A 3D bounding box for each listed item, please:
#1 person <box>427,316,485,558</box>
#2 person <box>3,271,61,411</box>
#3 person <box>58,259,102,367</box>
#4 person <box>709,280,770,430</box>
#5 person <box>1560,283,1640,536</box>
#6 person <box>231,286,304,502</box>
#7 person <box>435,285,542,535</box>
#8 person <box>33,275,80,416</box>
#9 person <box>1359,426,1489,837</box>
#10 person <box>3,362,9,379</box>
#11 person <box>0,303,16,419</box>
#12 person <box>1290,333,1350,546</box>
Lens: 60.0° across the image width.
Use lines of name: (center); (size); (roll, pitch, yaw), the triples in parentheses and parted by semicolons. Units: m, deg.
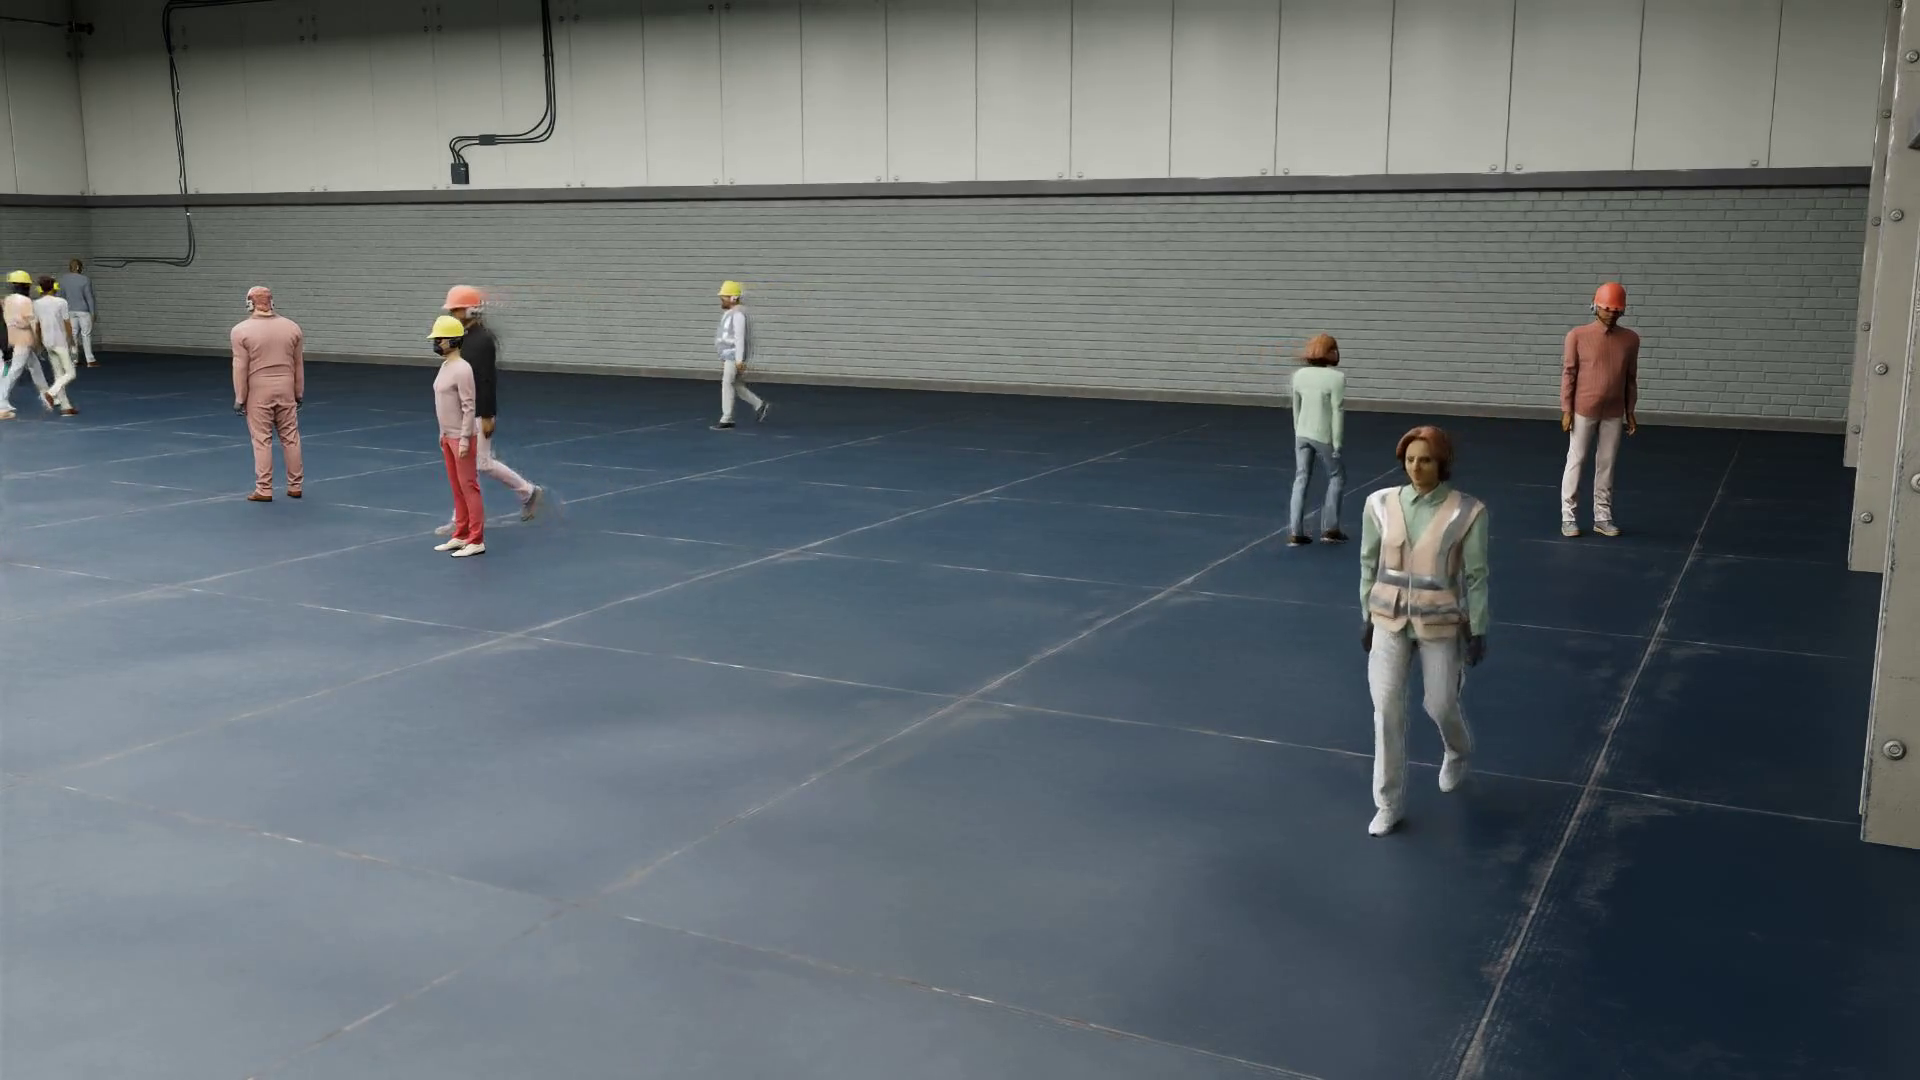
person: (-3.713, -0.758, 12.226); (0.316, 1.769, 0.524); (-7, 13, -35)
person: (-12.672, -2.695, 22.486); (0.587, 1.879, 0.997); (9, 14, 40)
person: (-15.734, -4.047, 29.708); (0.627, 1.934, 0.371); (1, 10, 5)
person: (-2.687, -2.239, 20.183); (0.708, 1.812, 0.599); (-3, 11, -18)
person: (5.003, -1.011, 13.008); (0.611, 1.985, 0.393); (-1, 10, -4)
person: (-6.140, -1.290, 14.757); (0.409, 1.904, 0.640); (9, 14, 41)
person: (-3.774, -1.027, 13.143); (0.770, 1.972, 0.621); (-8, 13, -39)
person: (-11.736, -2.511, 21.559); (0.551, 1.848, 0.579); (2, 11, 13)
person: (1.870, 0.334, 6.684); (0.521, 1.618, 0.709); (6, 12, 31)
person: (-15.558, -3.388, 26.488); (0.578, 1.793, 0.946); (3, 11, 18)
person: (-12.471, -2.457, 21.286); (0.635, 1.842, 0.429); (0, 10, 3)
person: (2.757, -0.762, 12.660); (0.623, 1.607, 0.522); (-8, 13, -39)
